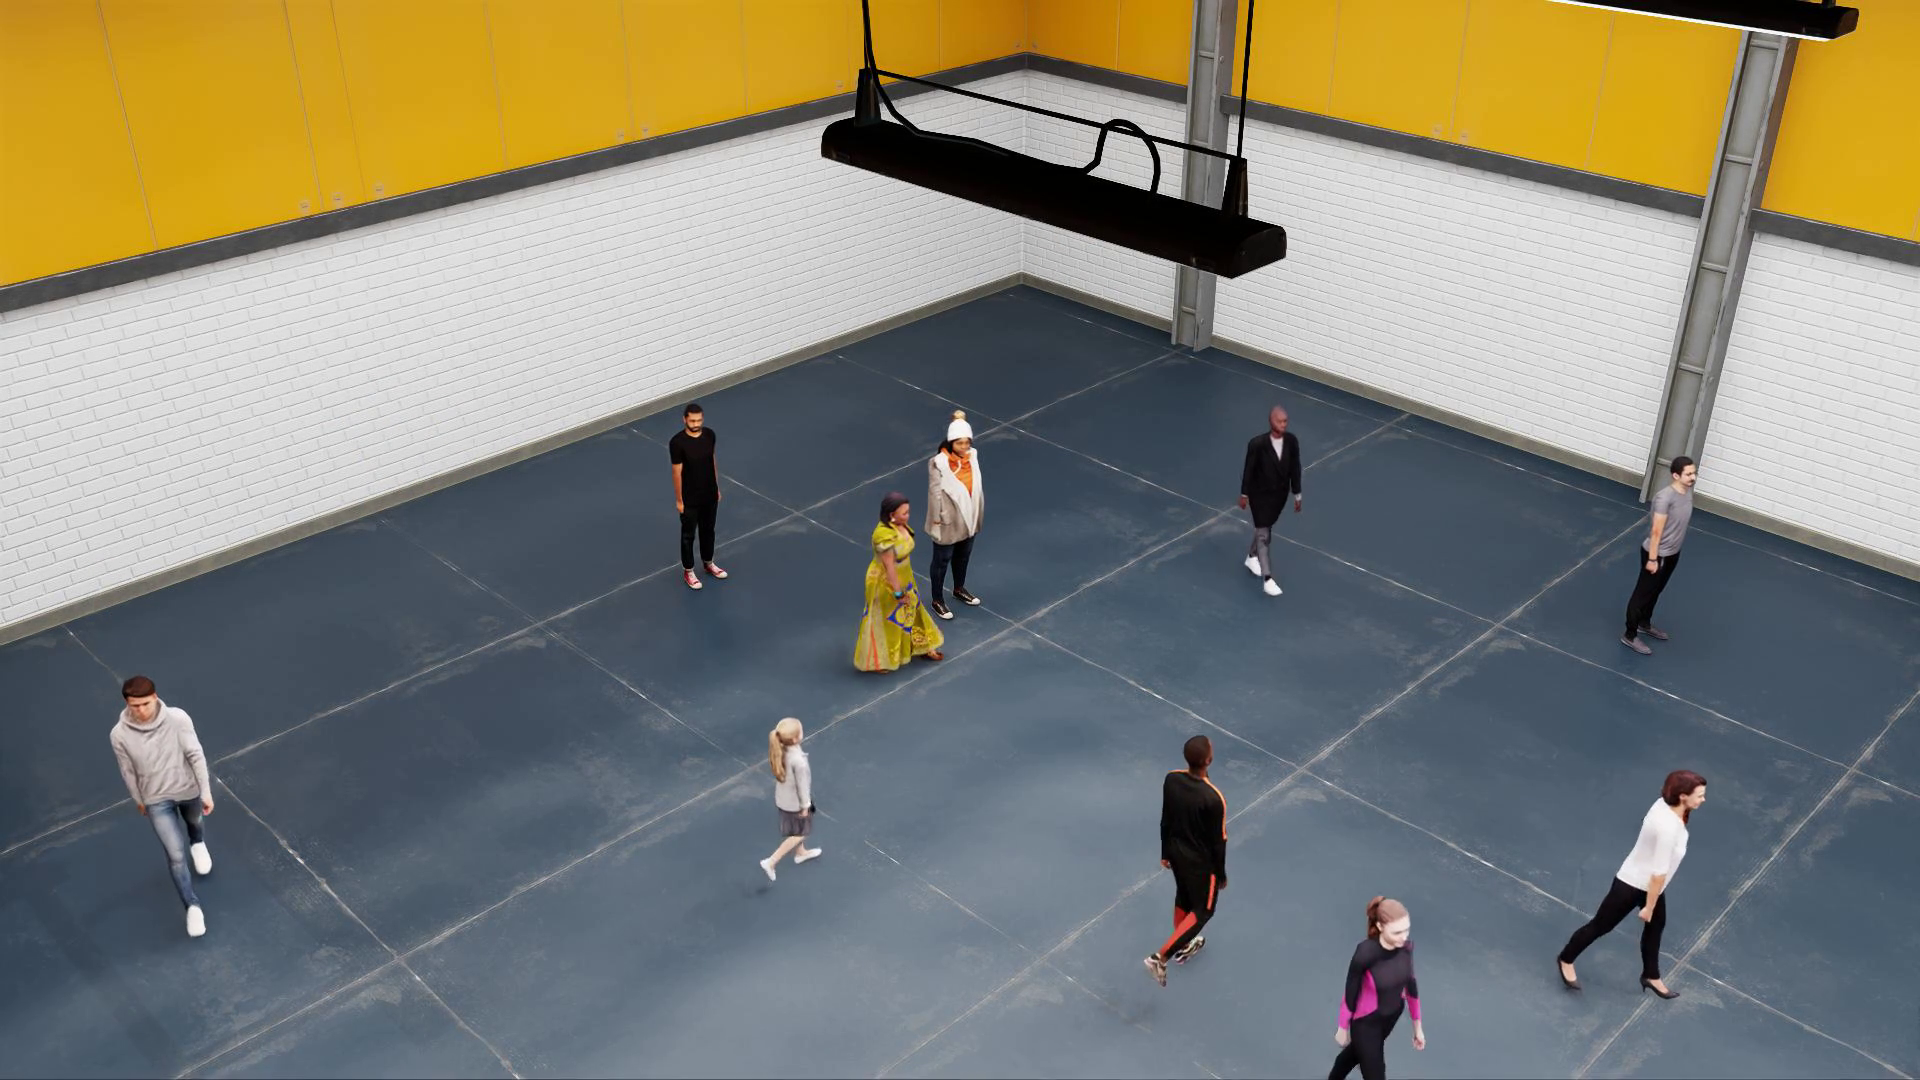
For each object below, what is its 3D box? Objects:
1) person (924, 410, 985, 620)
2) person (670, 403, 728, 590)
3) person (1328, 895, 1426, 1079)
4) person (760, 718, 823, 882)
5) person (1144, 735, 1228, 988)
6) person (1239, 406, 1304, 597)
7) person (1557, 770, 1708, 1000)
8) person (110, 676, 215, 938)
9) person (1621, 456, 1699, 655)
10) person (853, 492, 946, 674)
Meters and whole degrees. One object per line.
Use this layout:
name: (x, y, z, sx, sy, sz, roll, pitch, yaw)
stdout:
person: (-0.056, -0.249, 14.506, 0.672, 1.899, 0.650, -24, 37, -37)
person: (-2.372, -0.429, 14.986, 0.616, 1.756, 0.533, -24, 37, -37)
person: (2.278, 2.665, 9.365, 0.807, 1.707, 1.158, -15, 32, -25)
person: (-1.195, 1.785, 11.442, 0.651, 1.263, 0.733, -18, 34, -30)
person: (1.404, 2.040, 10.421, 0.724, 1.793, 0.876, -23, 36, -36)
person: (2.744, -0.436, 15.025, 0.948, 1.730, 1.144, -9, 30, -17)
person: (4.128, 2.127, 10.311, 1.045, 1.747, 0.787, 16, 33, 27)
person: (-5.261, 1.637, 11.142, 0.917, 1.810, 1.356, -14, 32, -24)
person: (5.927, 0.084, 14.048, 0.614, 1.754, 0.537, -24, 37, -37)
person: (-0.628, 0.360, 13.665, 1.161, 1.636, 1.087, 7, 29, 12)
